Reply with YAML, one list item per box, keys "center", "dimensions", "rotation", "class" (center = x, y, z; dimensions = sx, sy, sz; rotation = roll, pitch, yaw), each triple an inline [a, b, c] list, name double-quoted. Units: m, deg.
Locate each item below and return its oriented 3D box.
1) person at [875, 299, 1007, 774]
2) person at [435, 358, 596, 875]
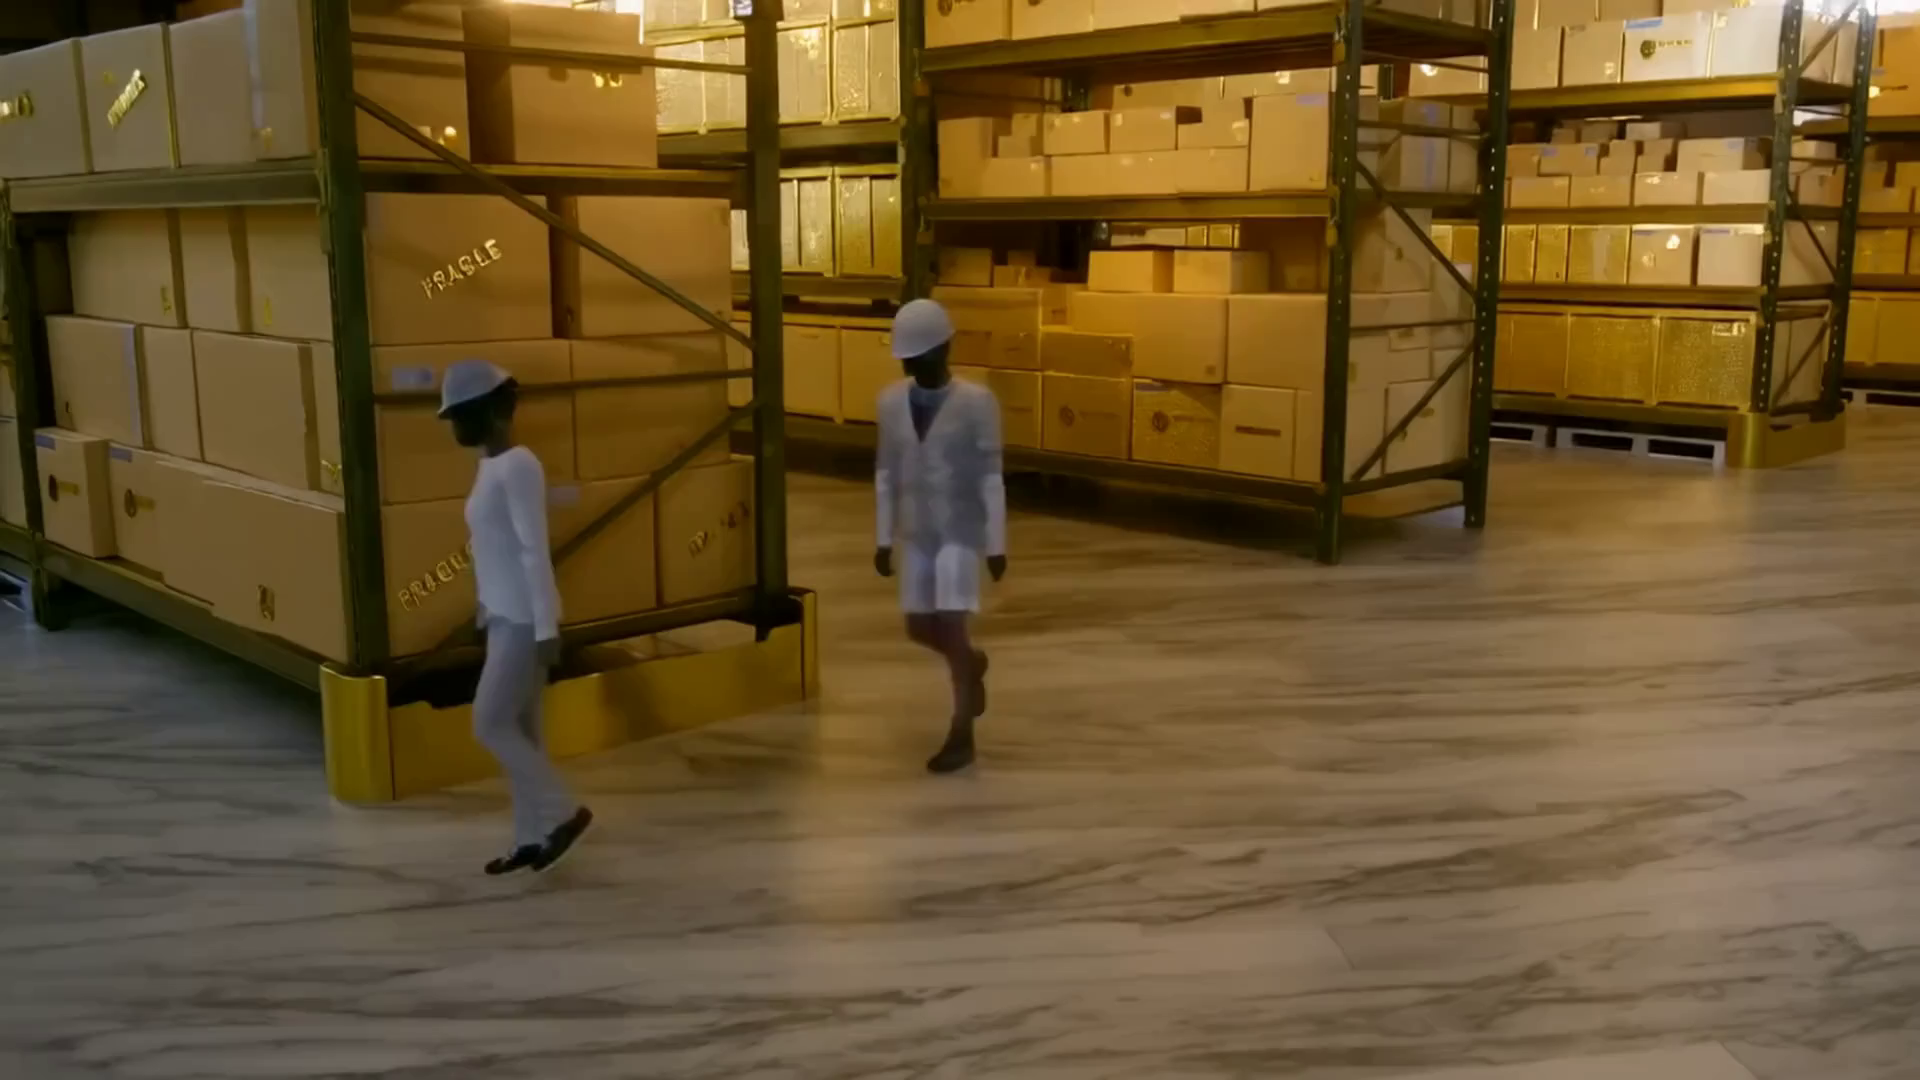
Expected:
- center: [-0.038, -0.049, 6.838]
  dimensions: [0.553, 1.889, 0.707]
  rotation: [5, 12, 27]
  class: "person"
- center: [-1.500, 0.270, 5.512]
  dimensions: [0.365, 1.726, 0.580]
  rotation: [-6, 12, -28]
  class: "person"
